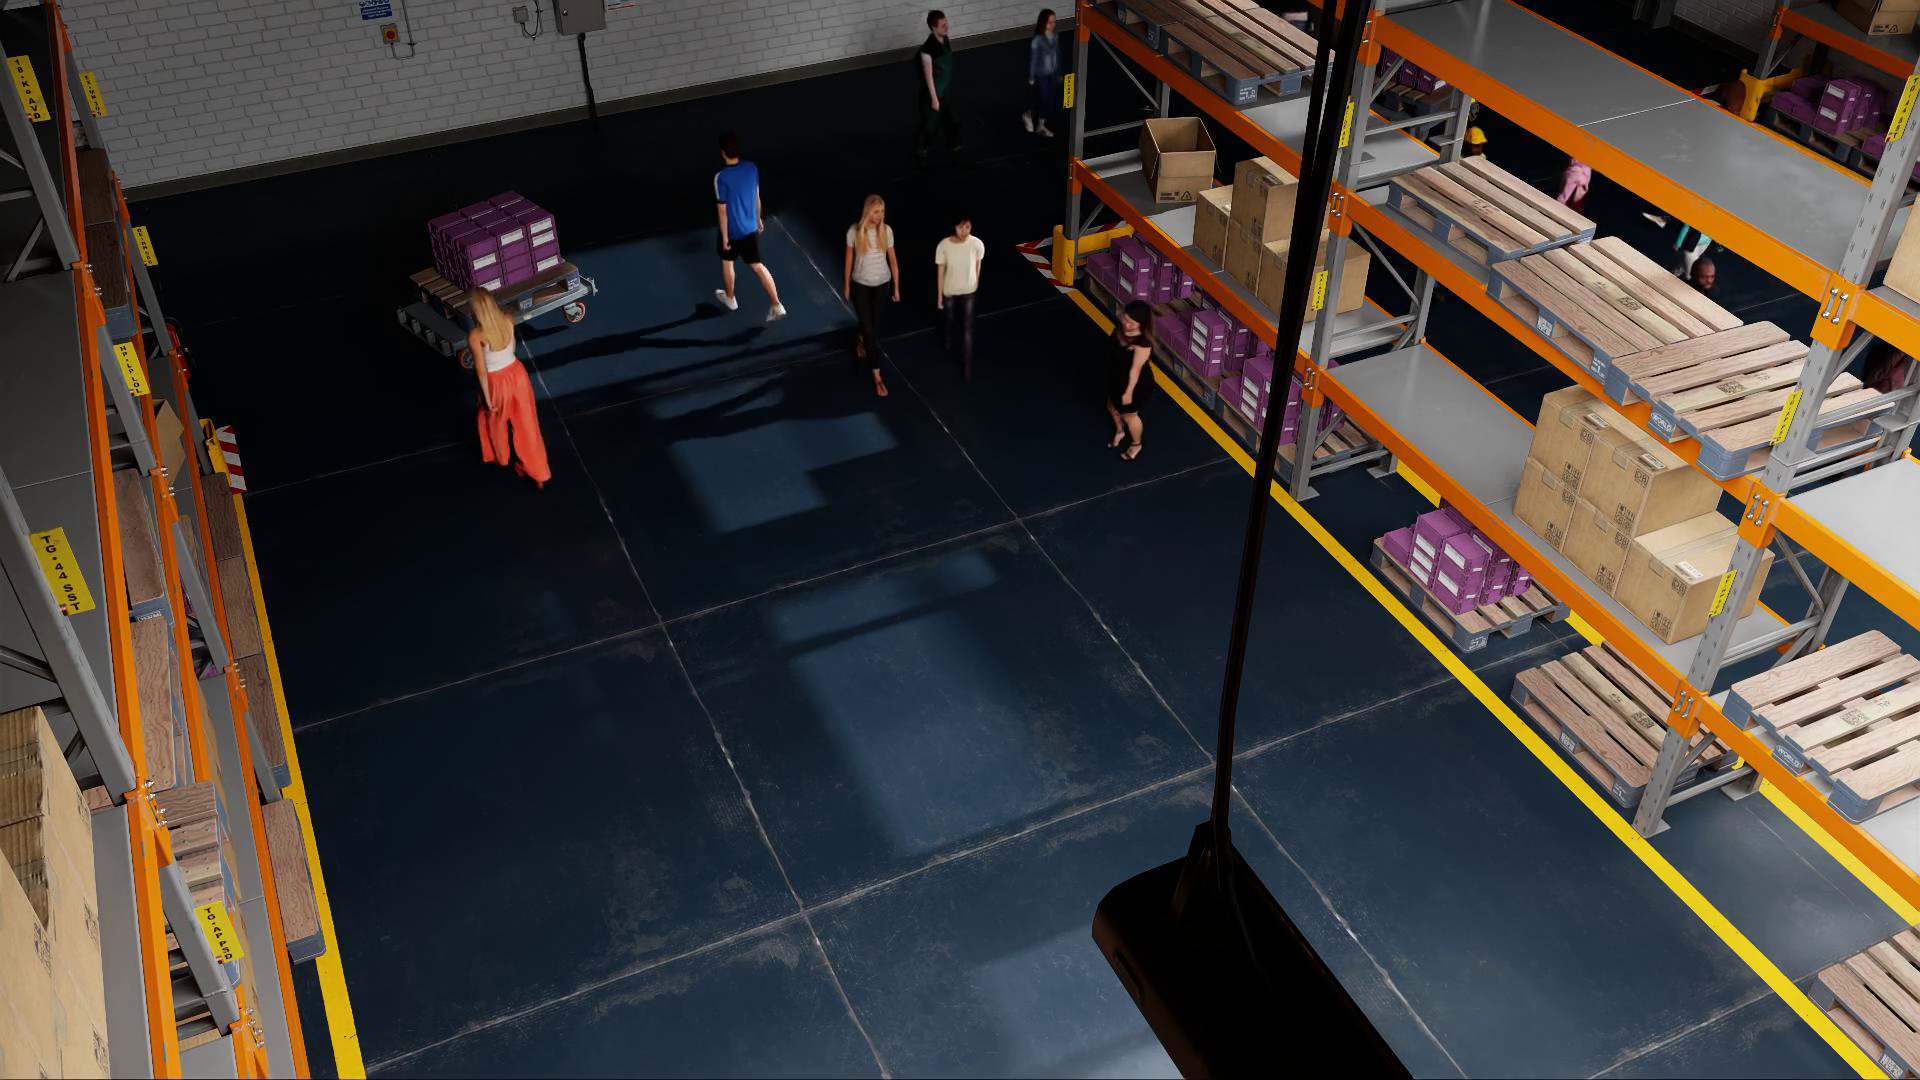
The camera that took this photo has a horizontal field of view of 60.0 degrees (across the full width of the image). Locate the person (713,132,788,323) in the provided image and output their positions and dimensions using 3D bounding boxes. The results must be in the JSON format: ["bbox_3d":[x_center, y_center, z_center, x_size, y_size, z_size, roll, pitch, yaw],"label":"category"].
[{"bbox_3d":[-1.970,-2.843,15.379,0.907,1.827,1.289,-28,47,-31],"label":"person"}]

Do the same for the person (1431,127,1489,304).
[{"bbox_3d":[4.630,-3.094,15.716,0.655,1.797,0.646,-16,41,-19],"label":"person"}]

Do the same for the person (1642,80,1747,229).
[{"bbox_3d":[7.625,-3.733,16.598,1.104,1.697,1.025,15,41,18],"label":"person"}]

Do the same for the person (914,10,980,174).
[{"bbox_3d":[-0.333,-4.794,17.830,1.100,1.817,1.001,17,42,21],"label":"person"}]

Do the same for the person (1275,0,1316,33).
[{"bbox_3d":[3.820,-5.880,19.258,1.180,1.732,1.125,19,42,22],"label":"person"}]

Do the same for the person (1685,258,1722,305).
[{"bbox_3d":[5.869,-1.570,13.826,0.879,1.776,1.240,-8,39,-10],"label":"person"}]

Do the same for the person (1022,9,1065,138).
[{"bbox_3d":[0.895,-5.260,18.694,0.736,1.466,0.680,30,48,32],"label":"person"}]

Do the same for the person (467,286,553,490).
[{"bbox_3d":[-3.574,-1.176,13.341,0.844,1.766,1.110,-30,48,-32],"label":"person"}]

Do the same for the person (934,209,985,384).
[{"bbox_3d":[-0.033,-2.250,14.857,0.844,1.552,1.085,-2,39,-2],"label":"person"}]

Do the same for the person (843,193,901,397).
[{"bbox_3d":[-0.821,-2.262,14.698,0.690,1.769,1.223,-12,40,-14],"label":"person"}]

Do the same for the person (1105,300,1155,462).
[{"bbox_3d":[1.422,-1.304,13.583,0.830,1.662,0.636,0,39,0],"label":"person"}]

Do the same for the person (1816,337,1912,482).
[{"bbox_3d":[7.425,-1.232,13.349,0.872,1.843,0.874,-31,48,-33],"label":"person"}]
